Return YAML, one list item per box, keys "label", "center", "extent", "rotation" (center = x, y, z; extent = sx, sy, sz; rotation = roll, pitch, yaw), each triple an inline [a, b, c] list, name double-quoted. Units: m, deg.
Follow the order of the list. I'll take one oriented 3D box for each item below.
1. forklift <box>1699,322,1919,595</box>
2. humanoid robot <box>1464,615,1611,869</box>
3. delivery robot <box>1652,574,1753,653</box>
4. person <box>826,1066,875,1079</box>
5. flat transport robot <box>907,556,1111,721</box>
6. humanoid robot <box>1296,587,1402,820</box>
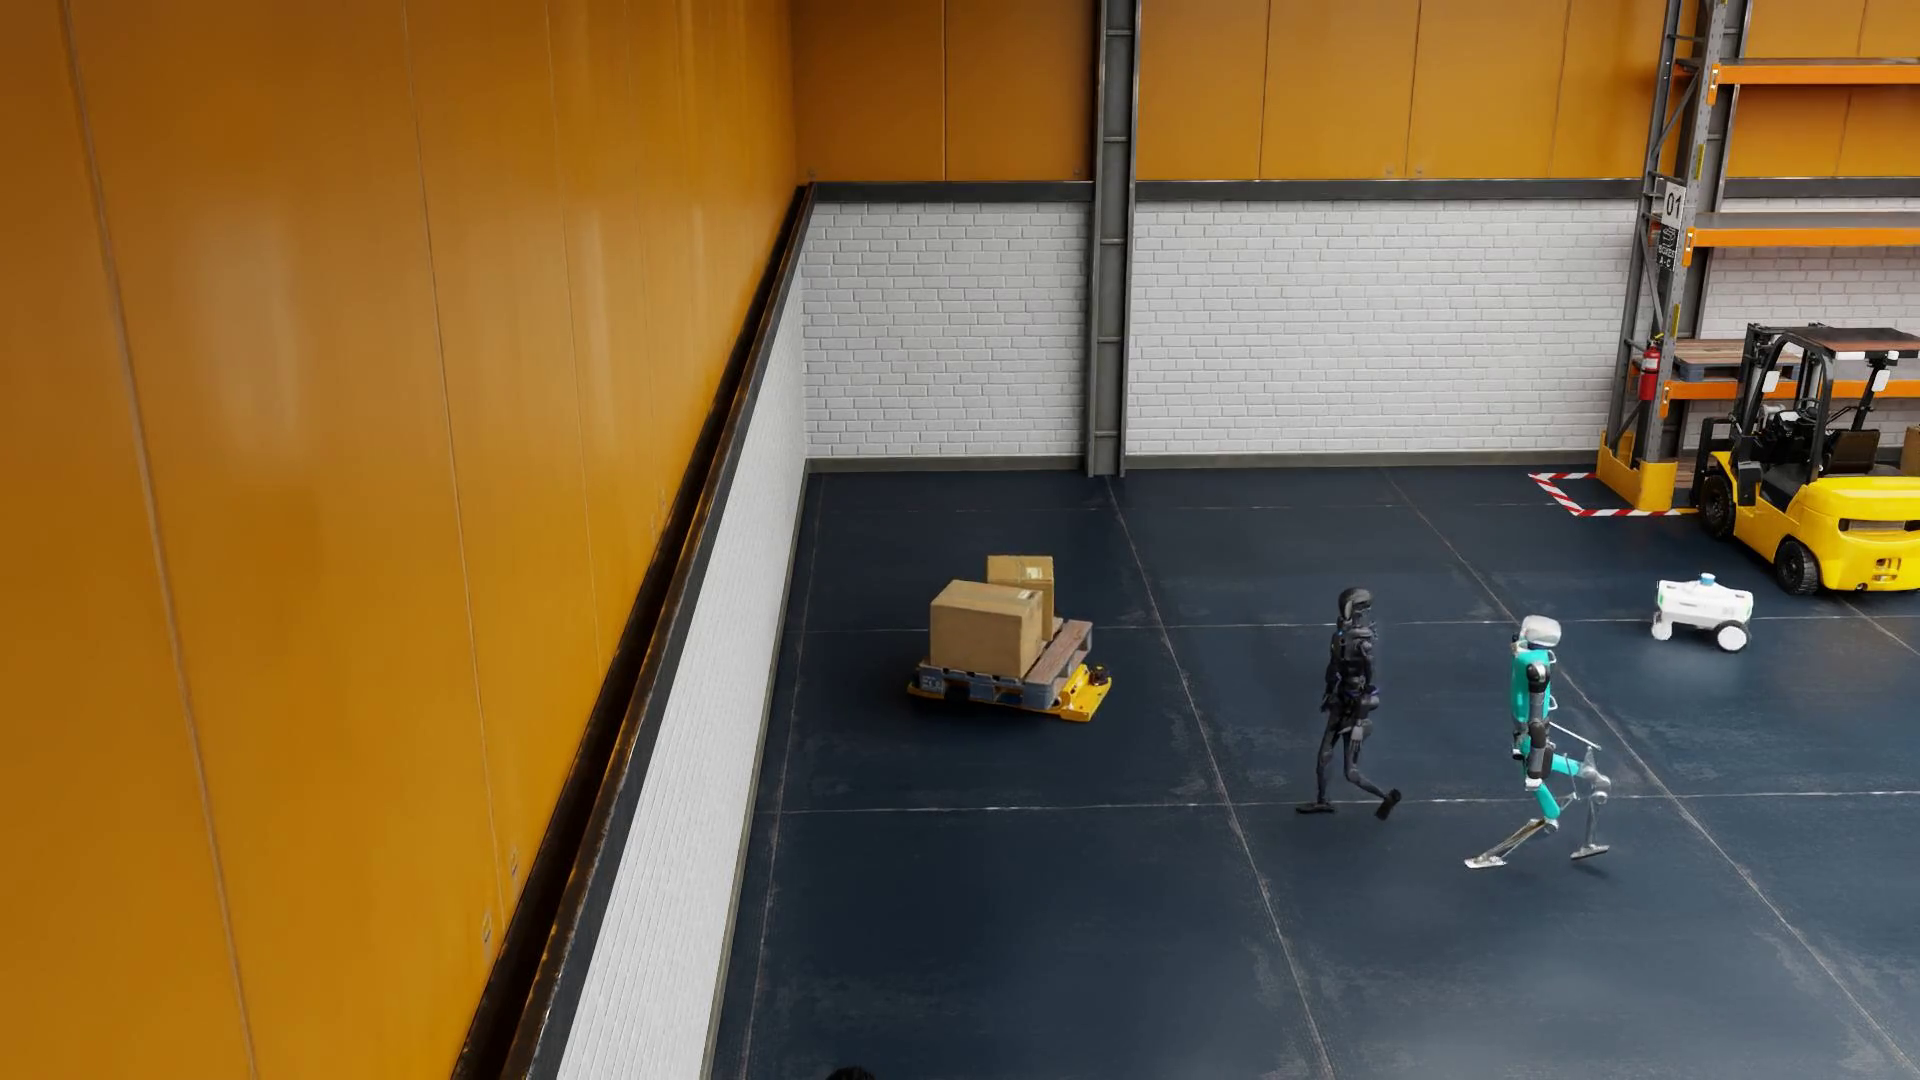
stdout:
- label: "forklift"
  center: [7.809, -0.792, 14.926]
  extent: [1.214, 2.155, 2.313]
  rotation: [-1, 20, -2]
- label: "humanoid robot"
  center: [3.671, 1.297, 10.009]
  extent: [1.047, 1.773, 0.569]
  rotation: [2, 20, 6]
- label: "delivery robot"
  center: [6.103, 0.583, 13.586]
  extent: [0.791, 0.614, 0.499]
  rotation: [8, 22, 21]
- label: "person"
  center: [-0.367, 2.685, 6.215]
  extent: [0.320, 1.693, 0.532]
  rotation: [-6, 21, -15]
- label: "flat transport robot"
  center: [0.376, 1.073, 12.644]
  extent: [1.431, 0.231, 0.659]
  rotation: [7, 21, 18]
- label: "humanoid robot"
  center: [2.562, 1.047, 10.706]
  extent: [0.601, 1.641, 0.609]
  rotation: [-3, 20, -8]
